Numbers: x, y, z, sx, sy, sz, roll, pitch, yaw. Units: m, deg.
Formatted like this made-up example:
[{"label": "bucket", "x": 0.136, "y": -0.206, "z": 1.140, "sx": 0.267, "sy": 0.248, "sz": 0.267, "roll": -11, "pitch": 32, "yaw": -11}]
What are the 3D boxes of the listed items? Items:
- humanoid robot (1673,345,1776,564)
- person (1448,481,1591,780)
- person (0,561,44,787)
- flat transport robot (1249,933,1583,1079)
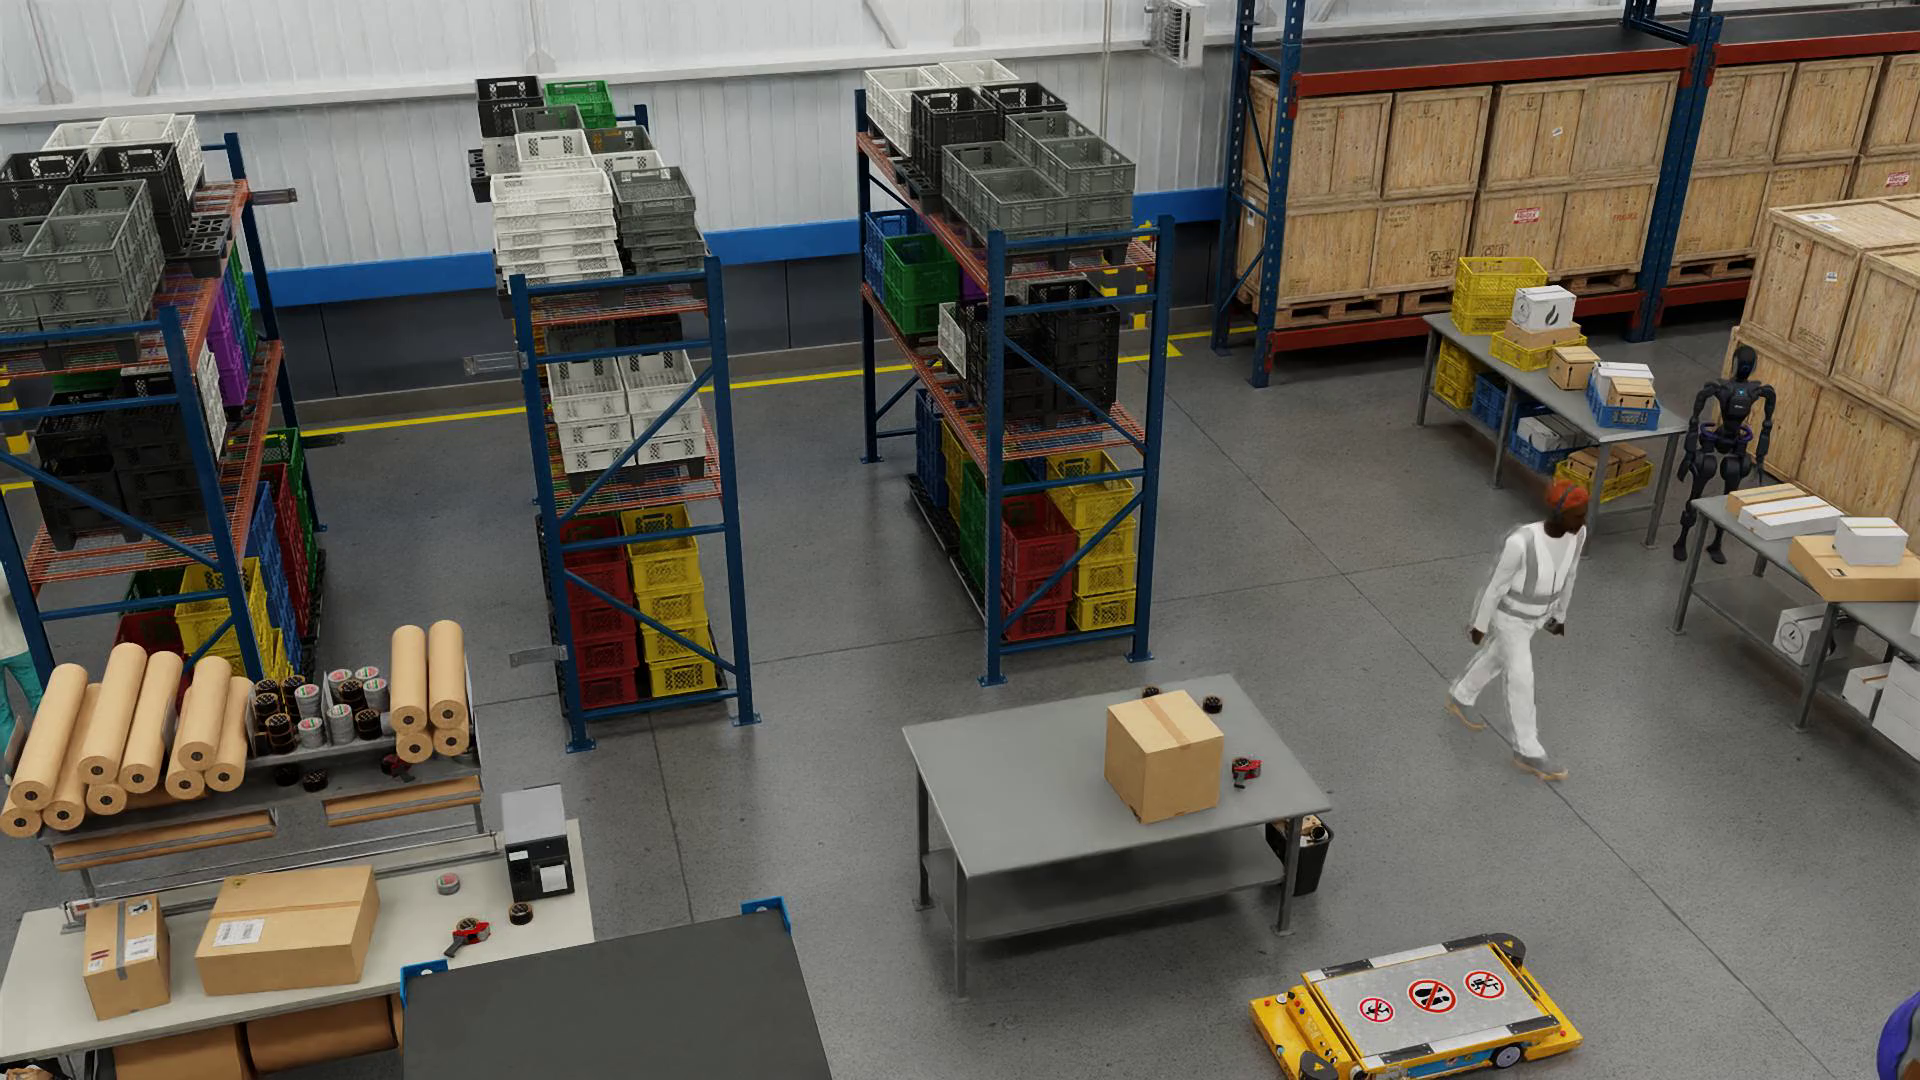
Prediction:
[{"label": "humanoid robot", "x": 5.417, "y": -0.598, "z": 11.786, "sx": 0.563, "sy": 1.652, "sz": 0.327, "roll": 5, "pitch": 29, "yaw": 10}, {"label": "person", "x": 3.311, "y": 0.445, "z": 9.748, "sx": 0.596, "sy": 1.820, "sz": 0.931, "roll": -17, "pitch": 33, "yaw": -28}, {"label": "person", "x": -5.460, "y": 0.641, "z": 9.442, "sx": 0.525, "sy": 1.765, "sz": 0.326, "roll": -21, "pitch": 35, "yaw": -33}, {"label": "flat transport robot", "x": 2.184, "y": 2.282, "z": 7.980, "sx": 1.431, "sy": 0.197, "sz": 0.652, "roll": -8, "pitch": 30, "yaw": -14}]
